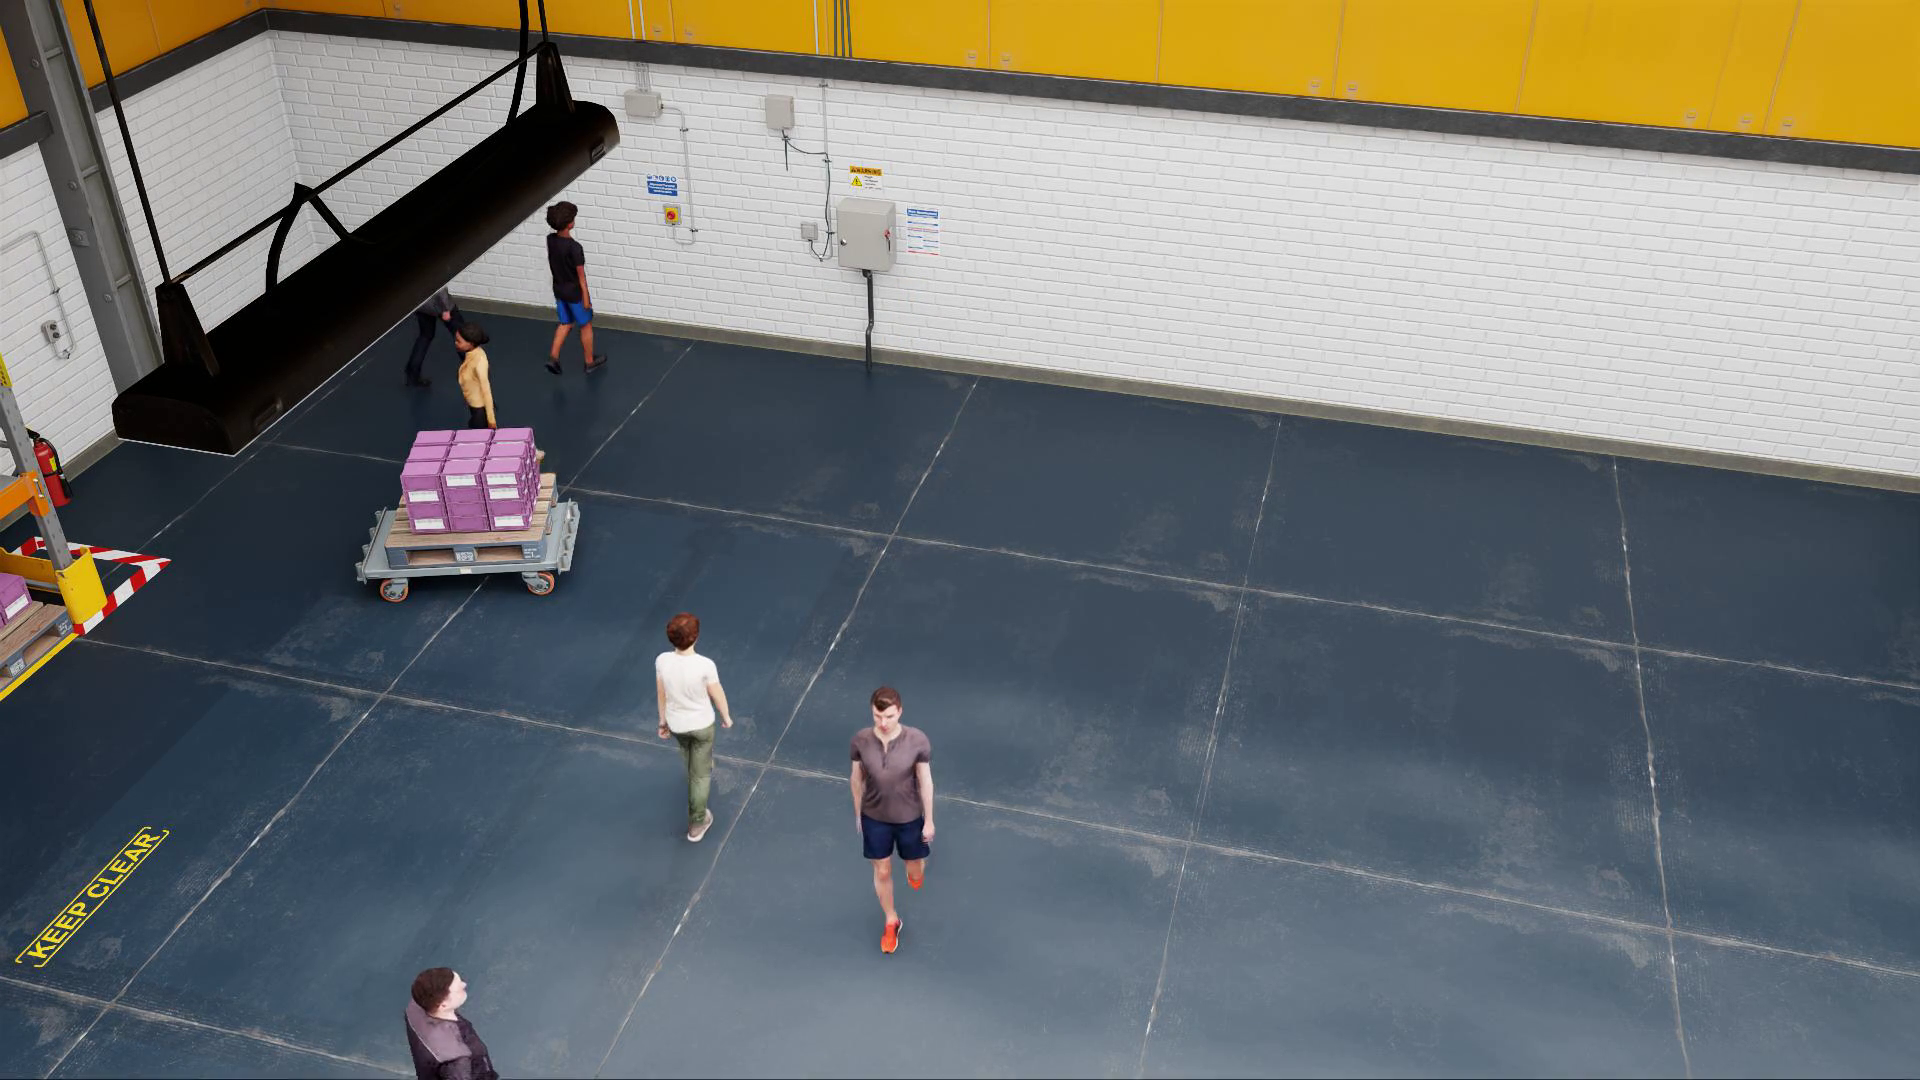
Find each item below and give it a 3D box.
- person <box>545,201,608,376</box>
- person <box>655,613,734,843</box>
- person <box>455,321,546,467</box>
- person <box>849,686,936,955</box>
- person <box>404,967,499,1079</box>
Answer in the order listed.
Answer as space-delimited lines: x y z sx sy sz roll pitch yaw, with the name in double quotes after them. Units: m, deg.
-3.779 -2.354 15.888 0.787 1.782 1.025 19 38 26 "person"
-1.741 1.233 10.628 0.605 1.630 0.937 6 34 9 "person"
-3.991 -1.125 14.170 0.997 1.636 1.035 -11 35 -16 "person"
-0.376 1.582 9.911 0.754 1.842 0.964 3 34 4 "person"
-2.524 2.797 8.114 1.260 1.808 1.143 -24 40 -31 "person"
